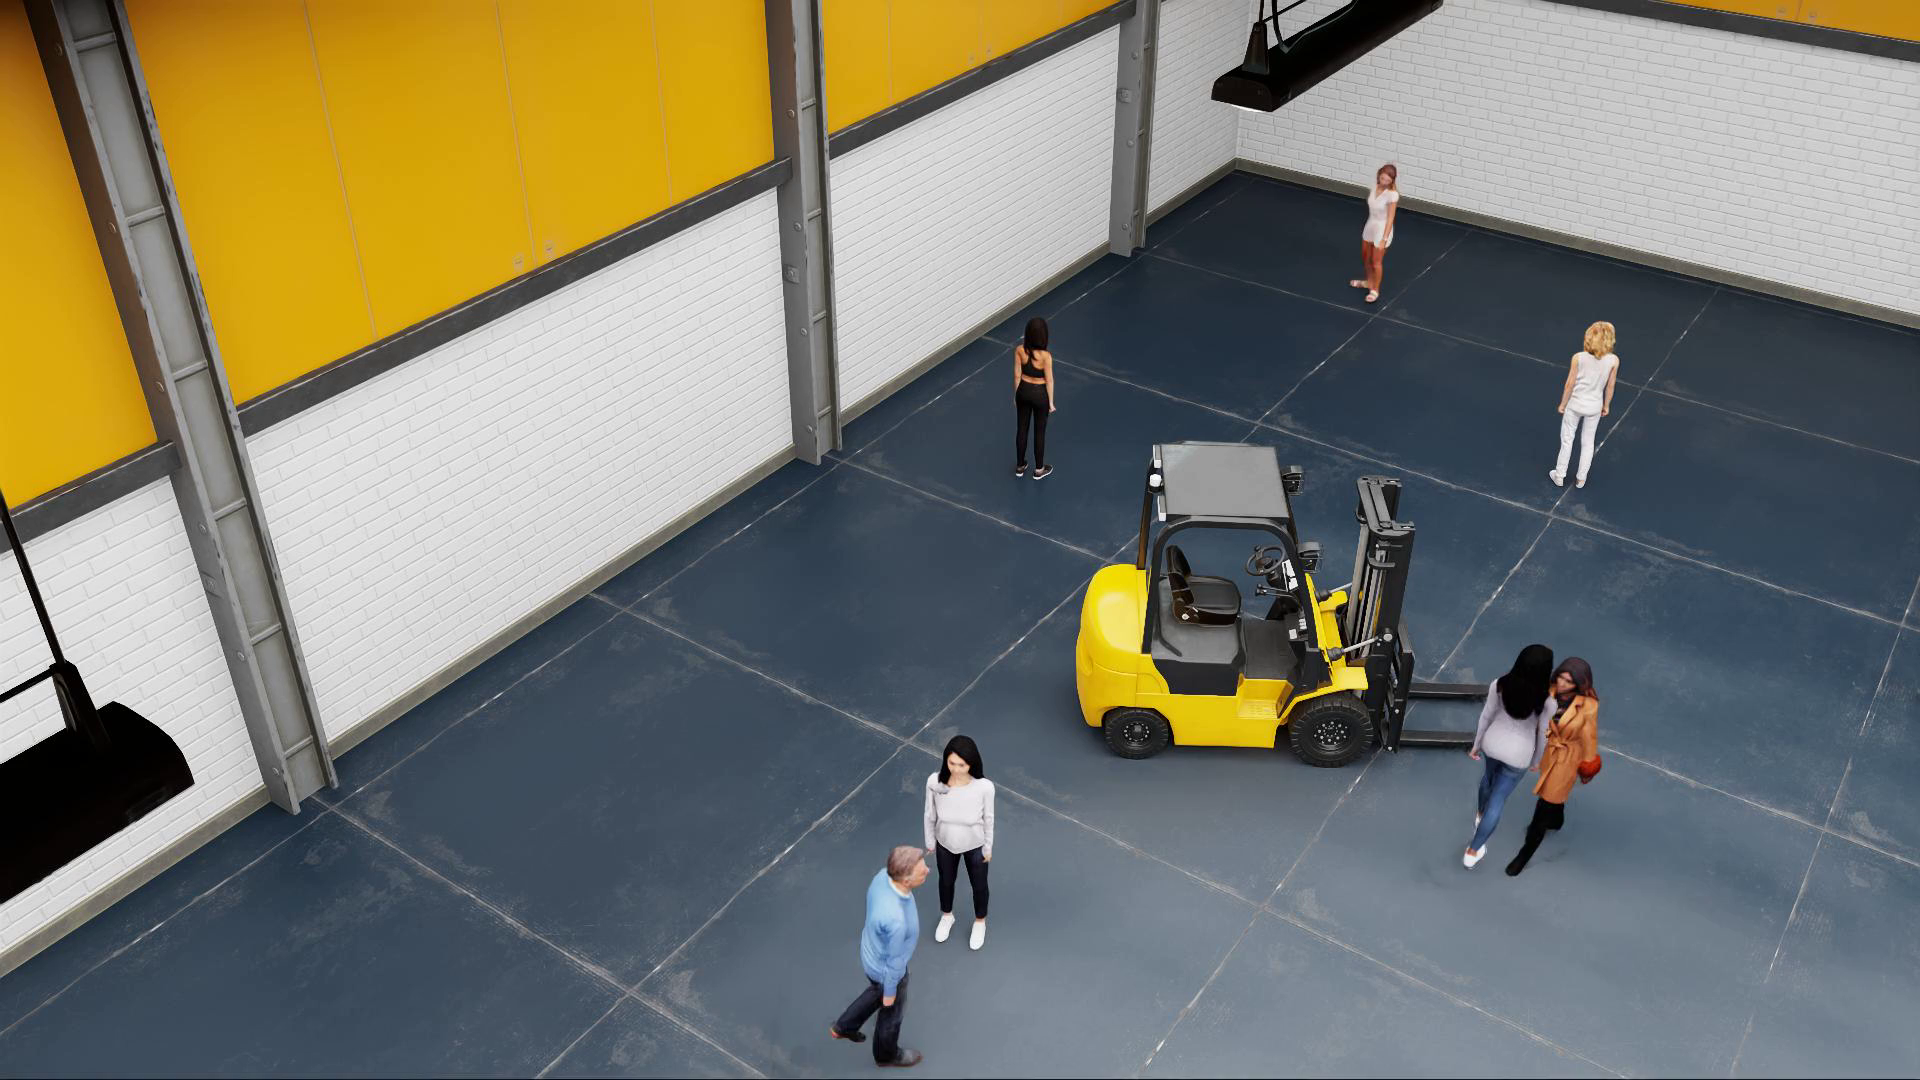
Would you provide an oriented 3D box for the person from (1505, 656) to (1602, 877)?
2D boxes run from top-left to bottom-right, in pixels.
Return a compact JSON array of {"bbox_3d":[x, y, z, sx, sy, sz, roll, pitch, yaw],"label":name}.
[{"bbox_3d":[4.103,1.463,11.328,1.101,1.690,0.918,-20,38,-27],"label":"person"}]

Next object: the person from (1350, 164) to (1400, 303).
[{"bbox_3d":[4.749,-3.498,18.819,0.805,1.659,0.827,-8,34,-12],"label":"person"}]

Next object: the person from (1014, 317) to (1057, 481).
[{"bbox_3d":[0.679,-1.330,15.573,0.592,1.643,0.545,14,36,20],"label":"person"}]

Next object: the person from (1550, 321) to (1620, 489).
[{"bbox_3d":[5.796,-1.260,15.444,0.688,1.669,0.688,5,34,7],"label":"person"}]

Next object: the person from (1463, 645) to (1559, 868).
[{"bbox_3d":[3.660,1.495,11.268,0.647,1.703,0.913,20,39,27],"label":"person"}]

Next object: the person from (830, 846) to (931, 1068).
[{"bbox_3d":[-0.507,2.456,9.747,0.991,1.786,0.936,-6,34,-8],"label":"person"}]

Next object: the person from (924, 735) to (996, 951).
[{"bbox_3d":[0.021,1.914,10.641,0.681,1.700,0.678,5,34,8],"label":"person"}]
